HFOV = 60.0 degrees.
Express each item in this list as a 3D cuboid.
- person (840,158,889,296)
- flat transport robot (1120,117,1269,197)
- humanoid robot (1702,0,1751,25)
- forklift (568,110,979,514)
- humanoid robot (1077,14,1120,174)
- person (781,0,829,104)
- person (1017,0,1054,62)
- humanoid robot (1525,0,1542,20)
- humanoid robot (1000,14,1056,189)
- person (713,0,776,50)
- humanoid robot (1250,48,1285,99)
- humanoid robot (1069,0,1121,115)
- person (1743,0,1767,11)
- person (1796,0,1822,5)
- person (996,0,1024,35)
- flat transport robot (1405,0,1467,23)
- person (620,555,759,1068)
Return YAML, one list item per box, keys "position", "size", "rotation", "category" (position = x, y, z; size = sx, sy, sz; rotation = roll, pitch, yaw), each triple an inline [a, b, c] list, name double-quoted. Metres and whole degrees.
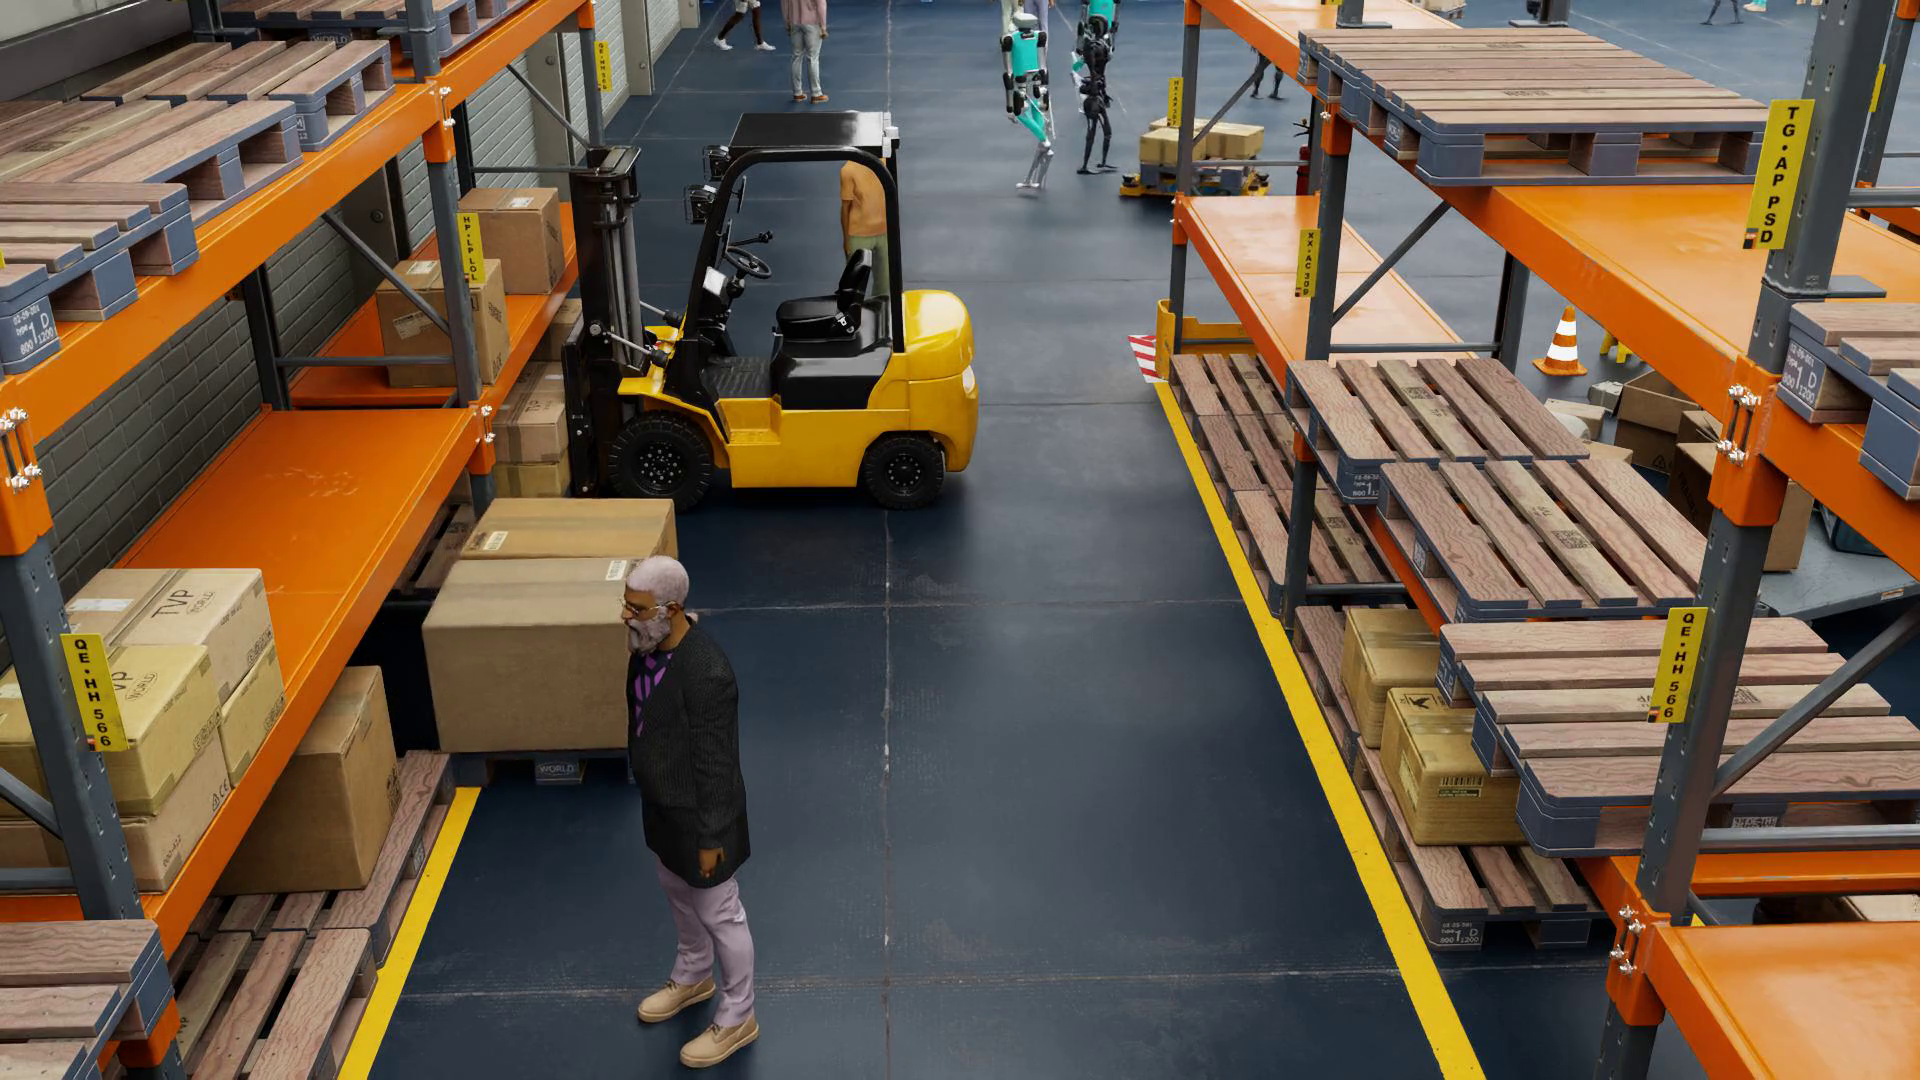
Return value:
- position: [-0.673, -2.272, 12.427]
  size: [0.433, 1.707, 0.384]
  rotation: [-13, 28, -26]
  category: "person"
- position: [2.405, -3.637, 17.005]
  size: [1.431, 0.231, 0.659]
  rotation: [7, 26, 15]
  category: "flat transport robot"
- position: [12.779, -9.321, 27.422]
  size: [0.724, 1.628, 0.587]
  rotation: [15, 29, 28]
  category: "humanoid robot"
- position: [-1.043, -1.379, 9.976]
  size: [2.313, 2.155, 1.214]
  rotation: [-1, 25, -2]
  category: "forklift"
- position: [1.484, -4.722, 17.654]
  size: [0.423, 1.647, 0.590]
  rotation: [6, 26, 12]
  category: "humanoid robot"
- position: [-1.984, -6.589, 21.304]
  size: [0.631, 1.936, 0.357]
  rotation: [12, 28, 23]
  category: "person"
- position: [1.119, -7.915, 24.217]
  size: [0.562, 1.846, 0.390]
  rotation: [9, 27, 18]
  category: "person"
- position: [6.672, -5.426, 19.158]
  size: [0.599, 1.625, 0.575]
  rotation: [-18, 31, -33]
  category: "humanoid robot"
- position: [0.791, -4.358, 16.857]
  size: [0.533, 1.818, 0.801]
  rotation: [-16, 30, -30]
  category: "humanoid robot"
- position: [-3.309, -8.325, 25.086]
  size: [0.902, 1.854, 0.569]
  rotation: [1, 25, 2]
  category: "person"
- position: [4.062, -6.543, 21.526]
  size: [0.611, 1.640, 0.394]
  rotation: [-14, 29, -27]
  category: "humanoid robot"
- position: [1.595, -6.021, 20.426]
  size: [0.554, 1.850, 0.761]
  rotation: [-10, 27, -20]
  category: "humanoid robot"
- position: [14.101, -10.258, 29.121]
  size: [0.349, 1.906, 0.487]
  rotation: [2, 25, 3]
  category: "person"
- position: [15.369, -10.559, 29.766]
  size: [0.520, 1.893, 0.400]
  rotation: [22, 33, 39]
  category: "person"
- position: [0.764, -8.435, 25.445]
  size: [0.572, 1.728, 0.432]
  rotation: [8, 26, 16]
  category: "person"
- position: [7.446, -8.391, 27.073]
  size: [0.659, 0.231, 1.431]
  rotation: [16, 30, 31]
  category: "flat transport robot"
- position: [-0.908, 0.893, 5.569]
  size: [0.402, 1.850, 0.524]
  rotation: [-19, 31, -34]
  category: "person"
